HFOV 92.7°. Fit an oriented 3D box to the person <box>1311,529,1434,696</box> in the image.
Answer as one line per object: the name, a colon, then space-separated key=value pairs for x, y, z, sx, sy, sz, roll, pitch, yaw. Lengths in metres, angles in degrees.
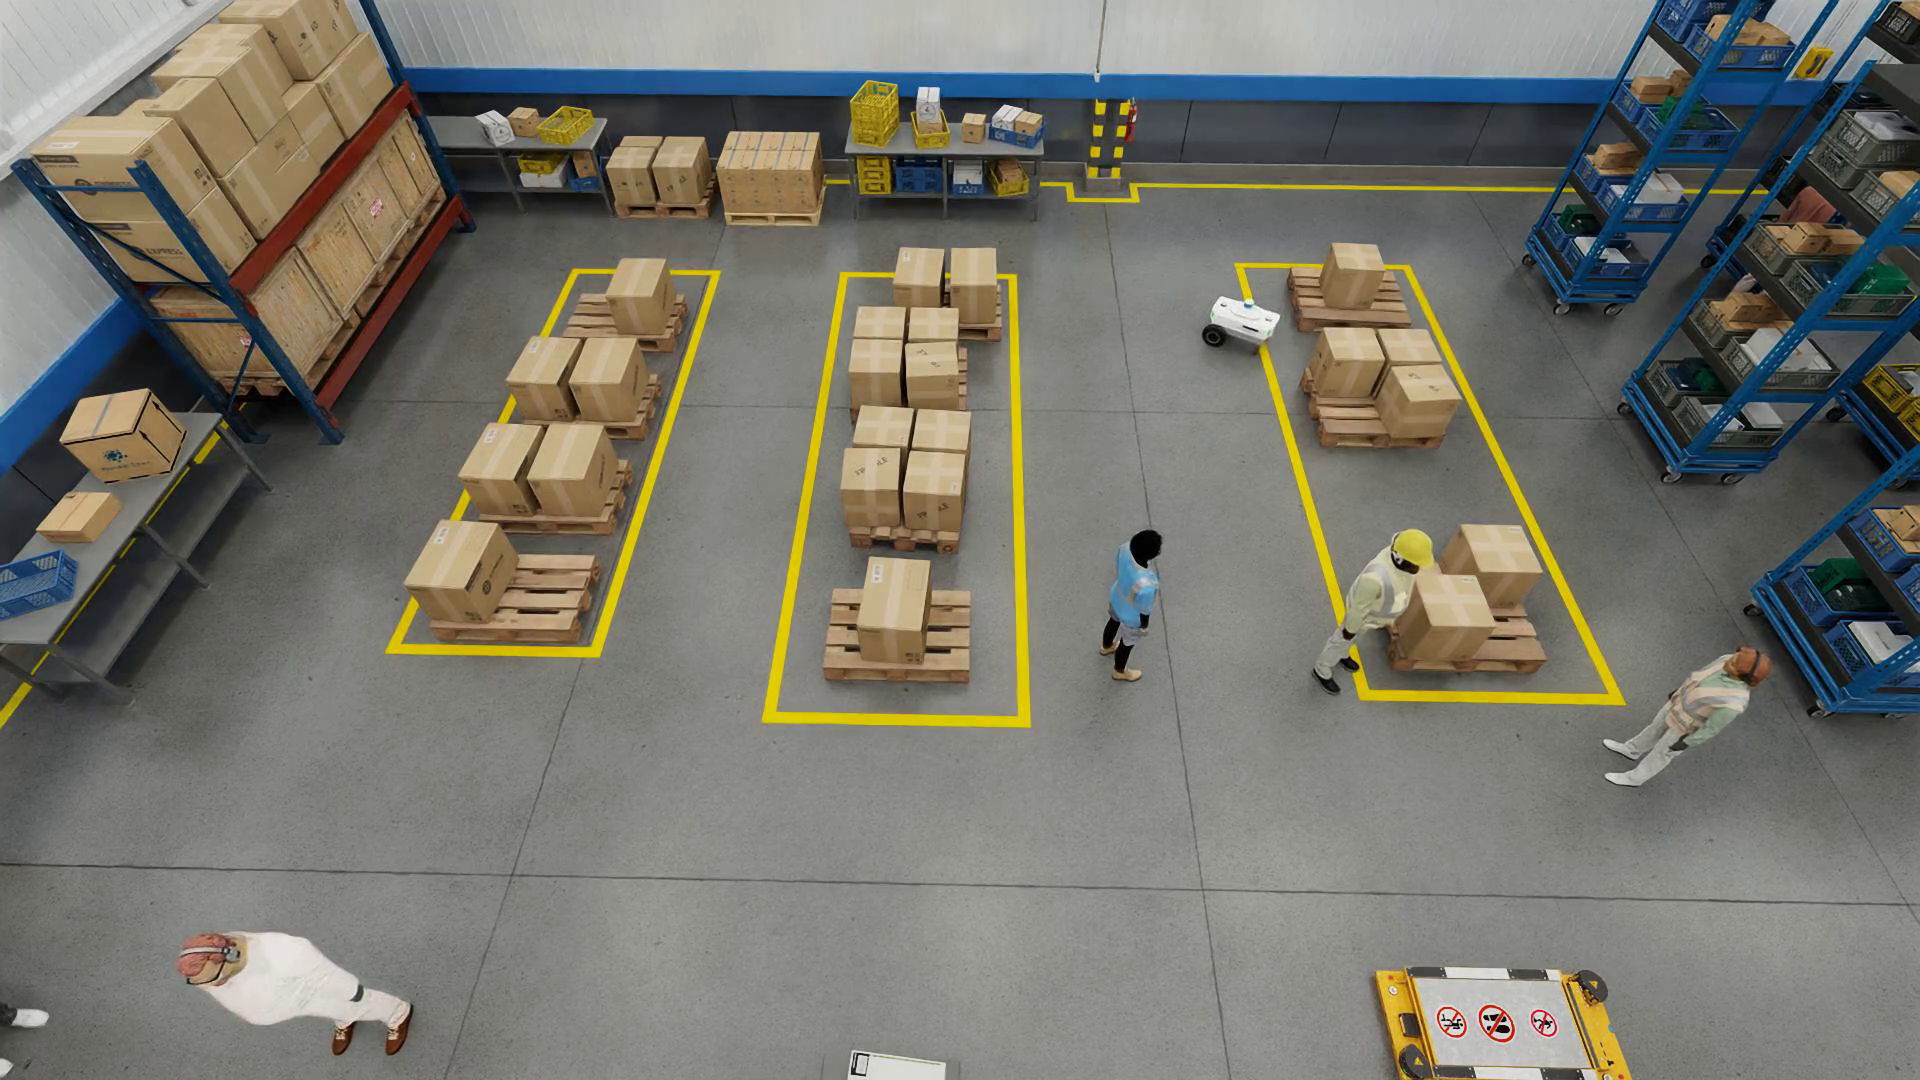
person: x=3.166 y=0.529 z=7.035 sx=0.592 sy=1.833 sz=0.404 roll=-34 pitch=59 yaw=-25

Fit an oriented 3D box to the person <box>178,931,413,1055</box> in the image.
person: x=-3.823 y=2.624 z=5.290 sx=0.650 sy=1.900 sz=0.401 roll=1 pitch=51 yaw=1

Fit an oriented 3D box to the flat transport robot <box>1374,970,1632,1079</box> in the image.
flat transport robot: x=3.501 y=3.133 z=5.914 sx=1.431 sy=0.197 sz=0.652 roll=1 pitch=51 yaw=1

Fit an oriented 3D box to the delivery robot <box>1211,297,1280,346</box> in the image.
delivery robot: x=3.177 y=-2.462 z=10.235 sx=0.707 sy=0.478 sz=0.477 roll=25 pitch=55 yaw=19

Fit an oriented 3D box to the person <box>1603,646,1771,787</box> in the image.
person: x=5.181 y=1.271 z=6.553 sx=0.308 sy=1.639 sz=0.524 roll=18 pitch=53 yaw=14

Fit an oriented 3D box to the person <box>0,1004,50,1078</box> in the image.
person: x=-6.224 y=2.703 z=5.220 sx=0.406 sy=1.907 sz=0.597 roll=6 pitch=51 yaw=5

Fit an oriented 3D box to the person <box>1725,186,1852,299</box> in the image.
person: x=9.053 y=-3.154 z=9.945 sx=0.410 sy=1.980 sz=0.629 roll=-19 pitch=53 yaw=-15

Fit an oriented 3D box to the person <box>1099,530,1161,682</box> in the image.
person: x=1.338 y=0.509 z=7.137 sx=0.318 sy=1.699 sz=0.535 roll=-12 pitch=52 yaw=-10
